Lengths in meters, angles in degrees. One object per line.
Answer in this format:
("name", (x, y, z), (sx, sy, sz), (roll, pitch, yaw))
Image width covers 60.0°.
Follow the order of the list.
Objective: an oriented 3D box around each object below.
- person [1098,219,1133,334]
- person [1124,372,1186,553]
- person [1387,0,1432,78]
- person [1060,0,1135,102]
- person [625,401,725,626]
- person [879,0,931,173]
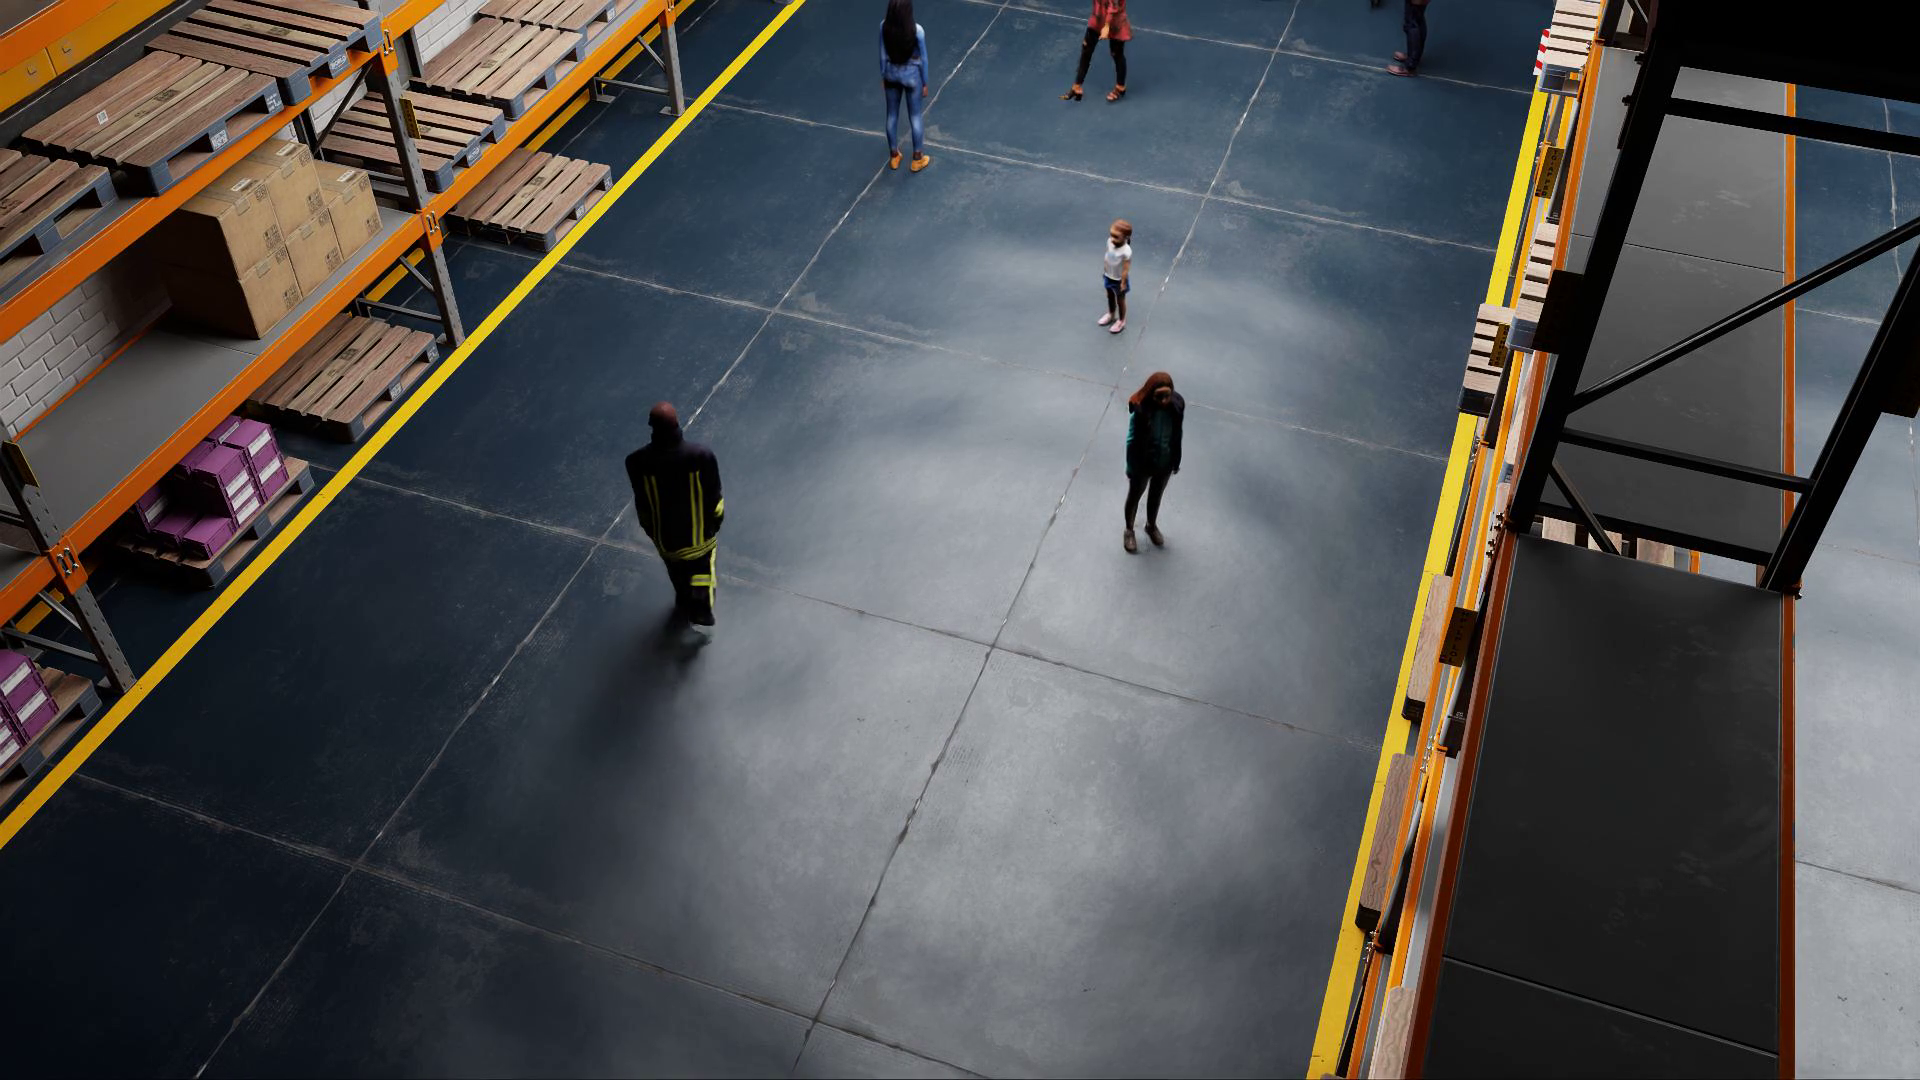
("person", (1.284, -2.171, 13.549), (0.523, 1.020, 0.479), (-27, 50, -26))
("person", (1.327, -0.565, 11.515), (0.681, 1.500, 0.724), (-10, 45, -10))
("person", (4.567, -5.519, 16.469), (0.814, 1.840, 0.582), (17, 46, 17))
("person", (1.509, -5.010, 16.054), (1.032, 1.675, 0.933), (-23, 48, -23))
("person", (-1.829, -0.116, 10.820), (0.968, 1.809, 1.075), (-5, 44, -6))
("person", (-0.514, -4.180, 15.156), (0.593, 1.711, 0.506), (13, 45, 14))
